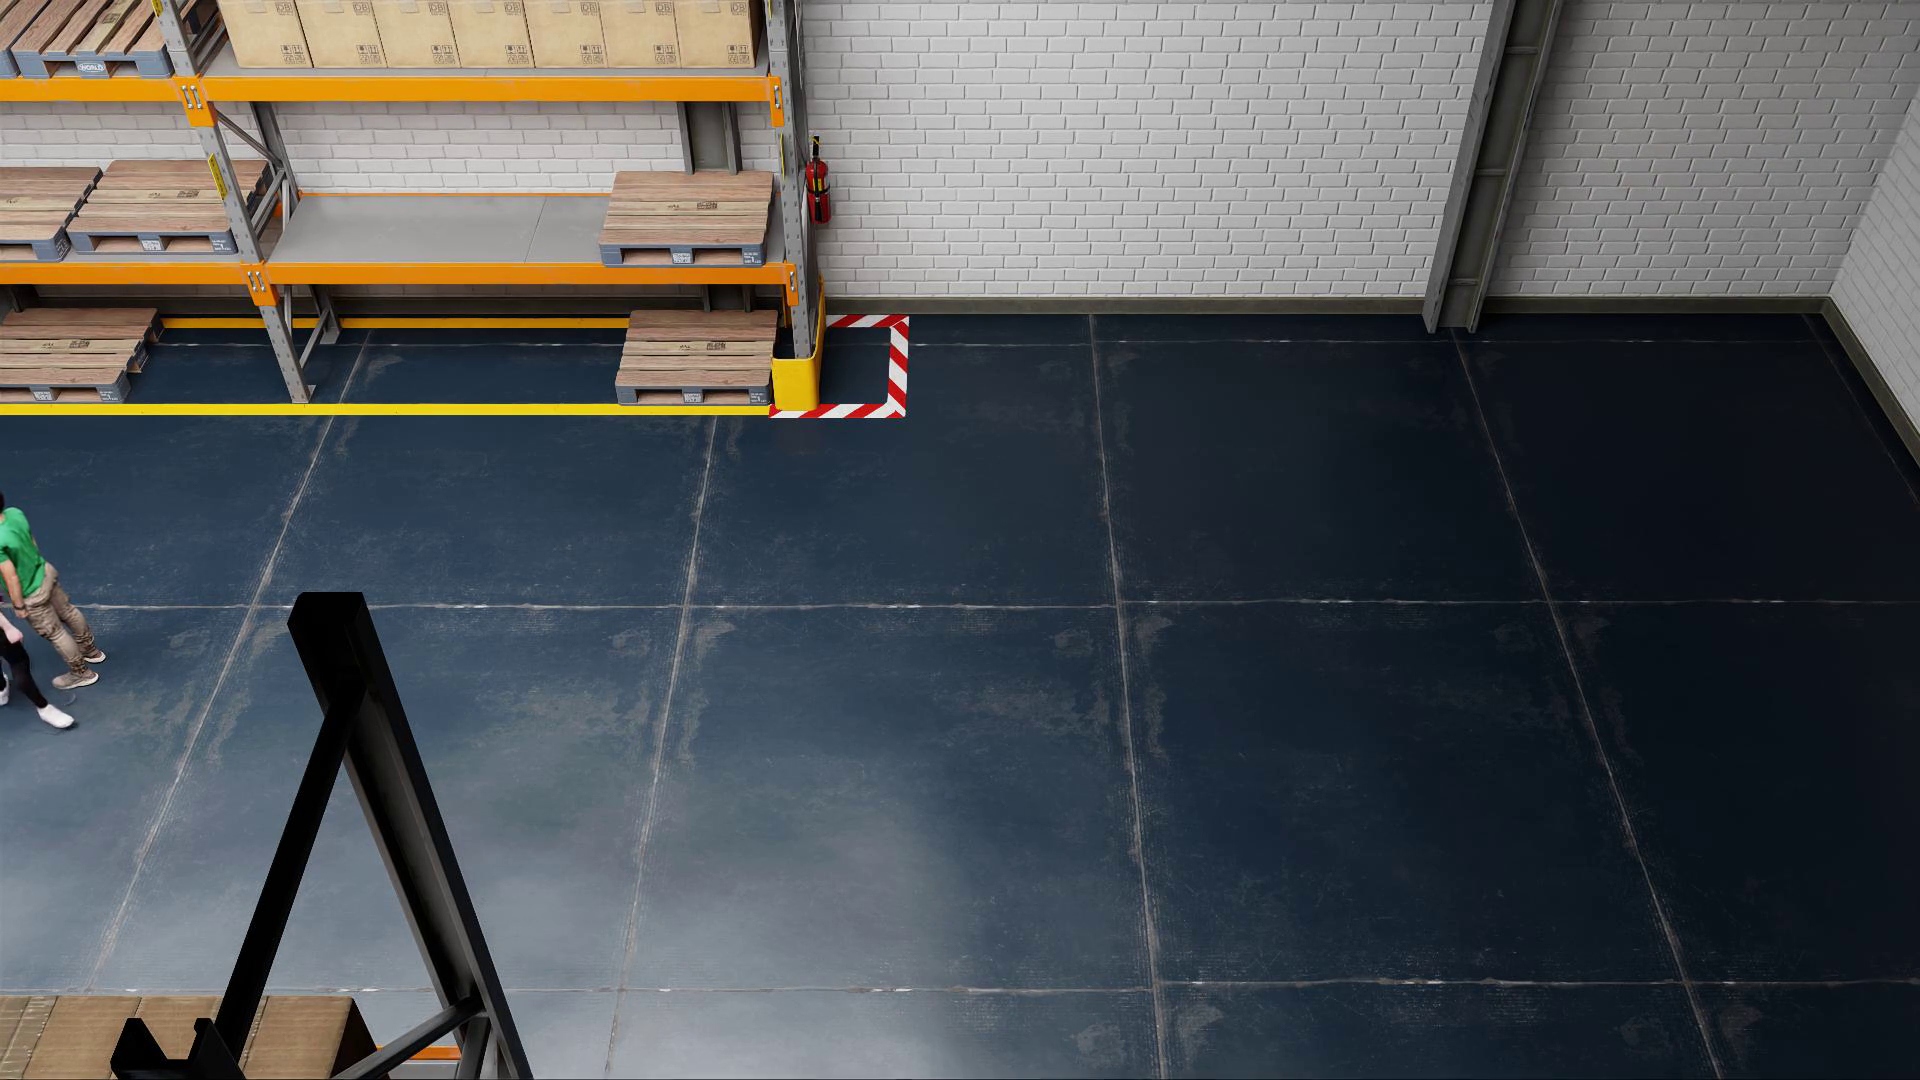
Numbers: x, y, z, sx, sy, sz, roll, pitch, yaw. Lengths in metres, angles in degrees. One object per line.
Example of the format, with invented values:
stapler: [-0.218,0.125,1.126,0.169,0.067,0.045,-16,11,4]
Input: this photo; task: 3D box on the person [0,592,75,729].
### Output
person: [-5.985,0.496,10.226,0.986,1.726,0.876,-26,50,-25]

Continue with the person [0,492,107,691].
person: [-5.847,0.279,10.509,0.522,1.651,0.573,-1,44,-1]
